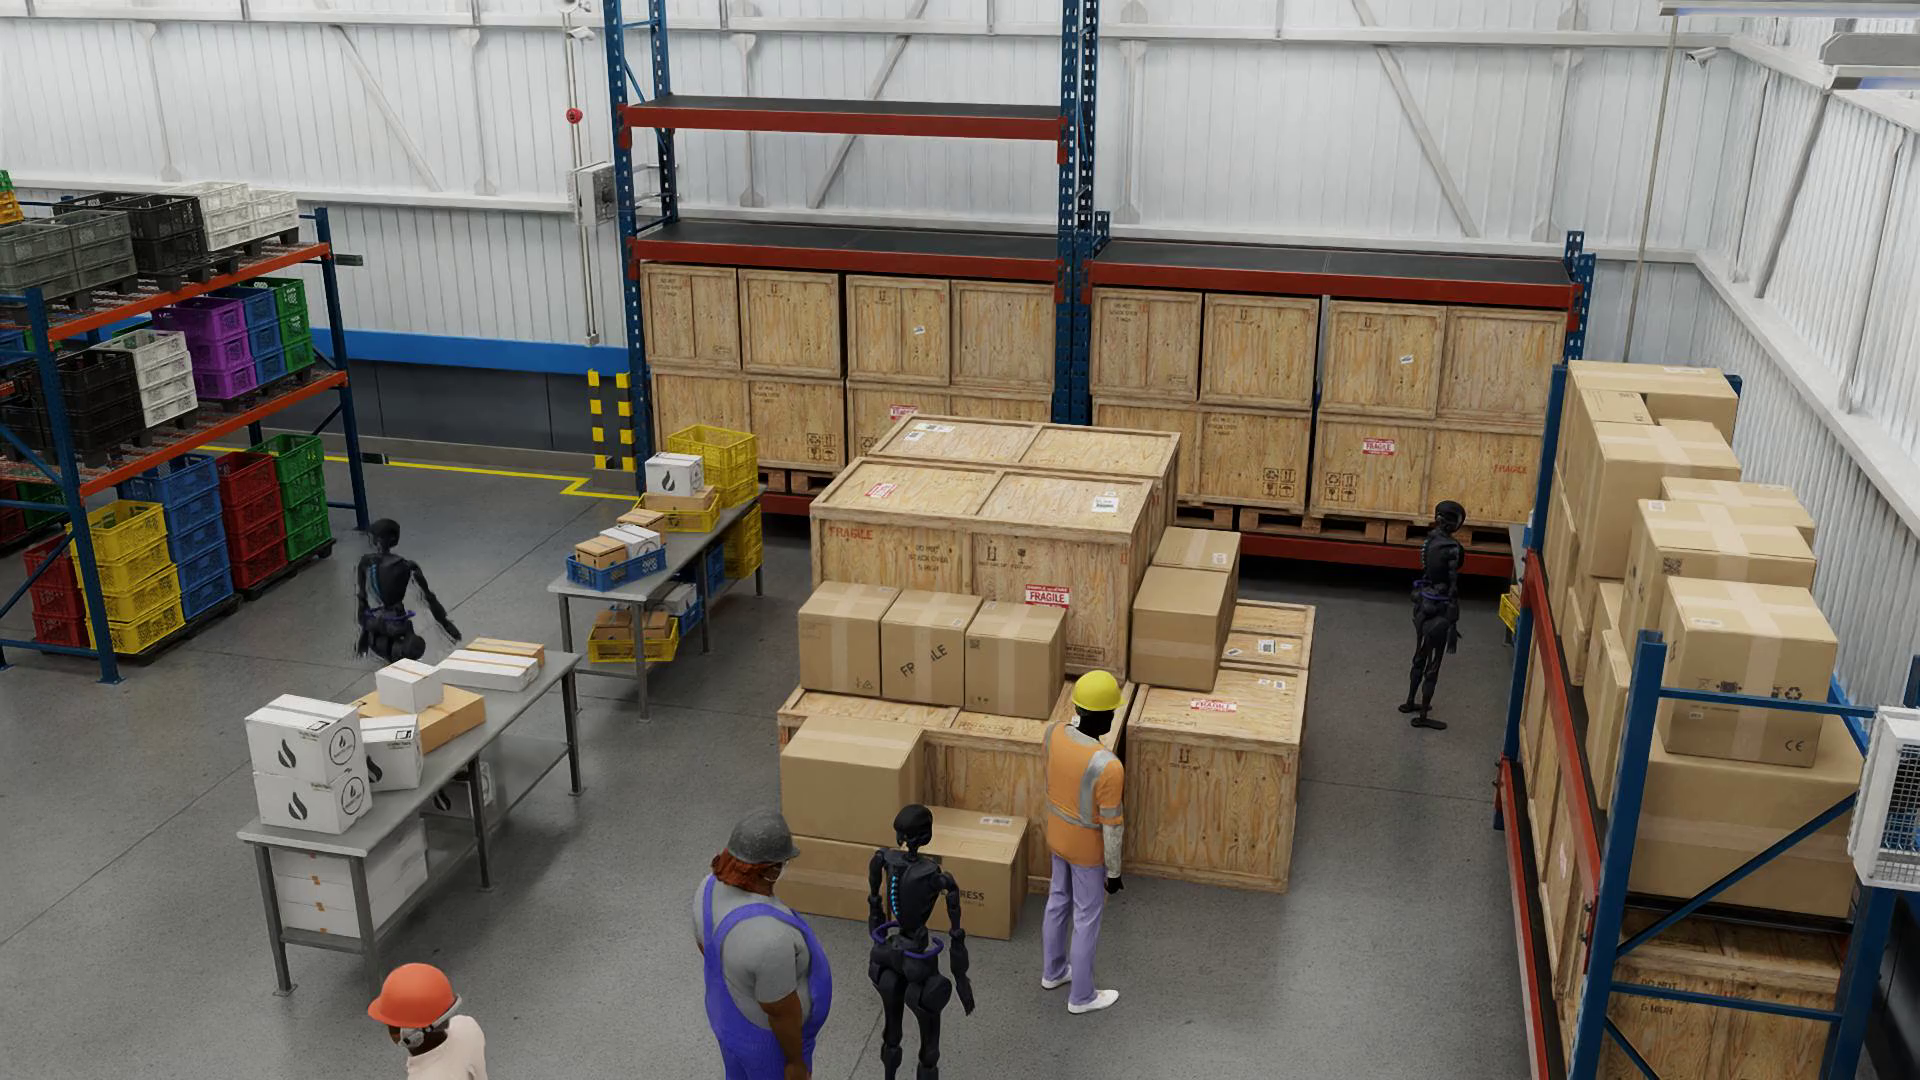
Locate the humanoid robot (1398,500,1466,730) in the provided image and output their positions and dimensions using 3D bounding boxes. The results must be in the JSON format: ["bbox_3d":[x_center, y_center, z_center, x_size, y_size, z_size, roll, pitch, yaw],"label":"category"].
[{"bbox_3d":[3.362,0.504,11.740,0.321,1.654,0.608,-1,21,-4],"label":"humanoid robot"}]

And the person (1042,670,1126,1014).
[{"bbox_3d":[0.655,1.563,8.655,0.399,1.919,0.579,-15,25,-33],"label":"person"}]

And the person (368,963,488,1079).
[{"bbox_3d":[-1.917,2.446,6.231,0.387,1.995,0.611,1,21,2],"label":"person"}]

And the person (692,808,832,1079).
[{"bbox_3d":[-0.813,2.059,7.181,0.537,2.000,0.677,-14,25,-33],"label":"person"}]

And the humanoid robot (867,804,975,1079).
[{"bbox_3d":[-0.210,1.999,7.841,0.578,1.655,0.340,16,26,36],"label":"humanoid robot"}]

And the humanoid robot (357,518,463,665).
[{"bbox_3d":[-3.847,0.622,11.490,0.579,1.624,0.736,11,23,26],"label":"humanoid robot"}]
